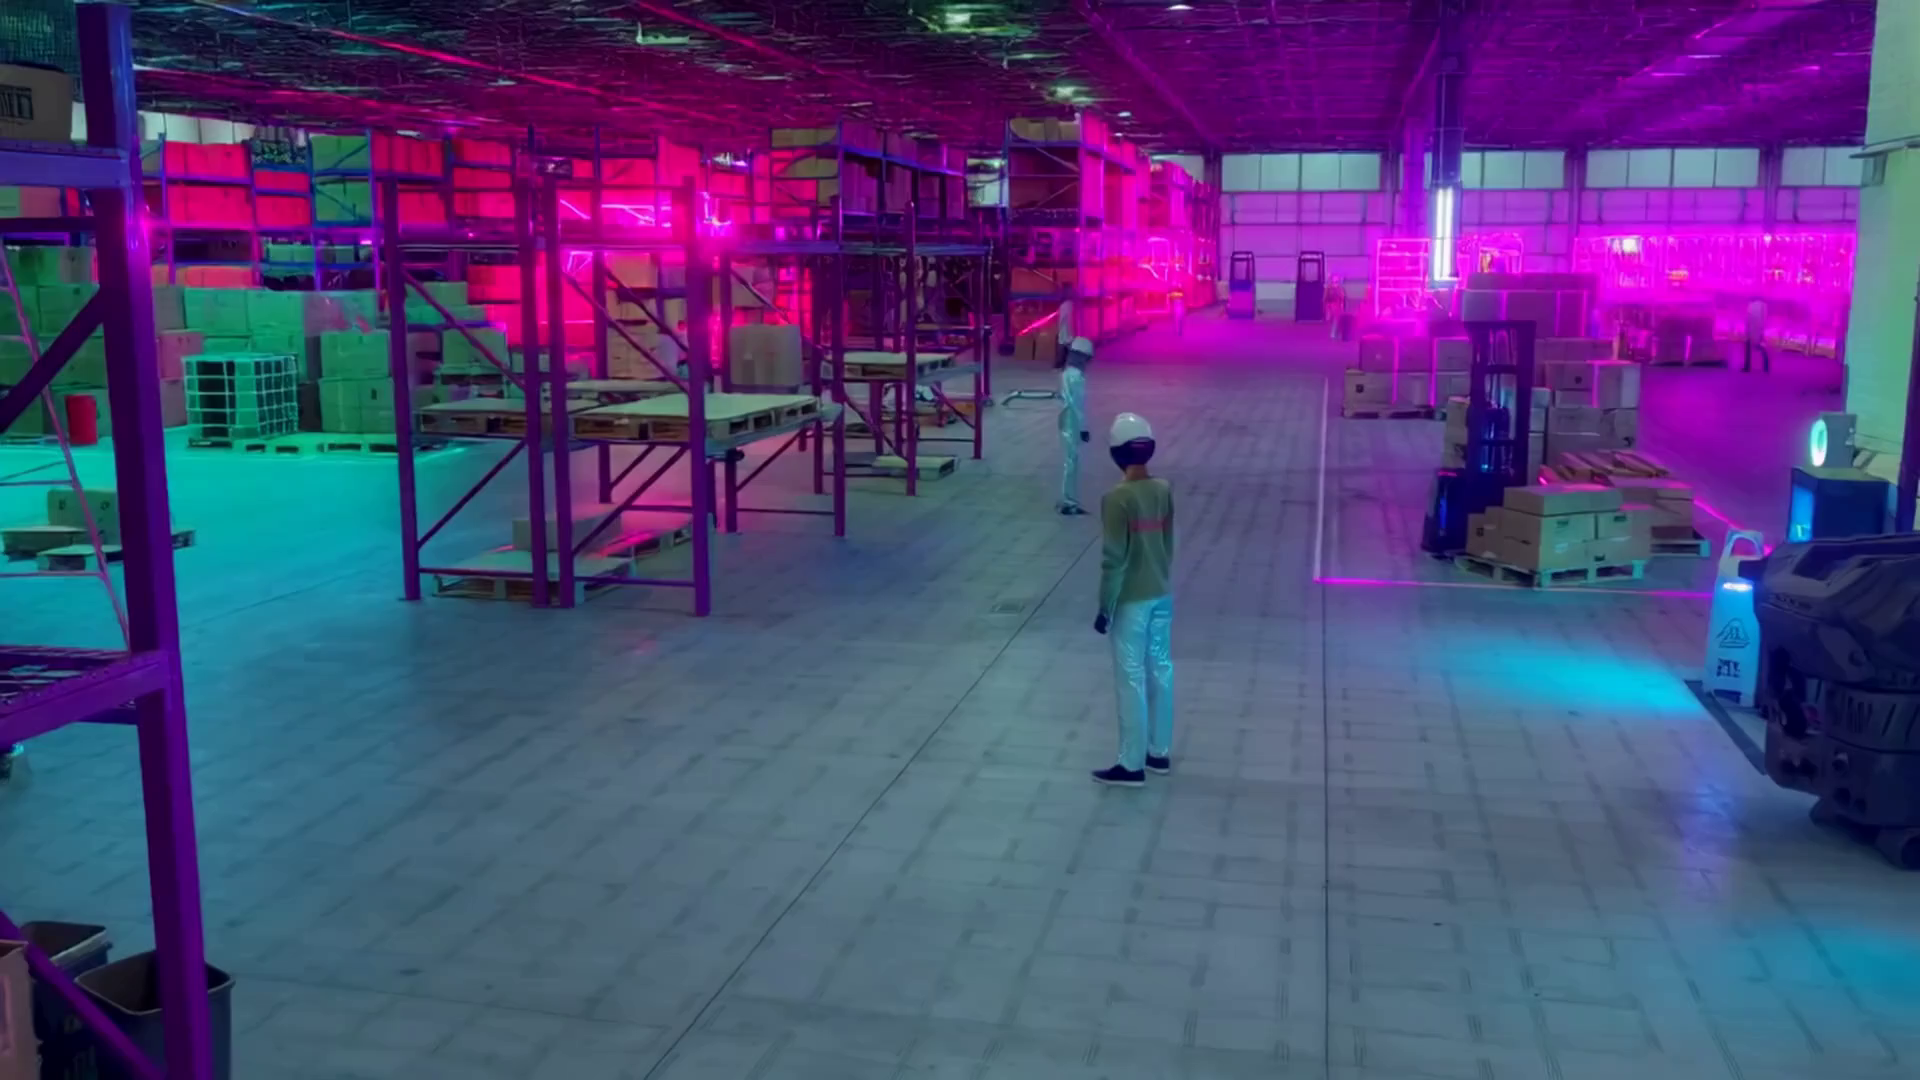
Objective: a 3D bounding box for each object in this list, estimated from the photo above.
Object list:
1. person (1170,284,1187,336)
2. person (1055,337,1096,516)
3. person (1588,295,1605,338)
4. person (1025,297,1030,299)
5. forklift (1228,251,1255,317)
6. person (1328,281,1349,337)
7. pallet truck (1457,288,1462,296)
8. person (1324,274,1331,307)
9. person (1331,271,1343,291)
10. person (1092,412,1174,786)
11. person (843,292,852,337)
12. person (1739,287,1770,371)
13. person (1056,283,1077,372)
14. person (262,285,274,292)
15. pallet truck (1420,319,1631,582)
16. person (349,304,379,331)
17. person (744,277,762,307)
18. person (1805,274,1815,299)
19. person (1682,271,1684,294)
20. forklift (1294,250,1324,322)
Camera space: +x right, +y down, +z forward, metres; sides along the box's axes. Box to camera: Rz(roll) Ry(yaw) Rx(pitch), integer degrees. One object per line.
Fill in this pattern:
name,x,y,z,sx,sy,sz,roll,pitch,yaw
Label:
person,7.004,-7.371,53.360,0.550,1.683,0.424,1,10,4
person,1.144,-1.091,16.079,0.351,1.733,0.527,-3,10,-15
person,14.375,-4.732,37.798,0.622,1.676,0.548,9,13,42
person,2.502,-8.262,57.916,0.636,1.939,0.365,-9,13,-43
forklift,12.034,-10.919,70.866,1.129,2.768,1.873,2,10,12
person,12.029,-7.333,52.862,0.637,1.782,0.925,3,10,16
pallet truck,20.506,-9.785,68.819,0.653,1.274,1.630,2,10,12
person,19.264,-13.105,87.248,0.471,1.713,0.590,6,11,32
person,18.241,-12.055,80.491,0.654,1.910,0.415,9,13,43
person,0.813,0.278,7.863,0.329,1.765,0.526,9,13,41
person,-3.047,-5.417,41.880,0.842,1.665,0.531,-8,12,-39
person,17.686,-4.674,36.865,0.970,1.881,0.578,-5,11,-29
person,2.322,-4.637,36.436,0.505,1.949,0.608,-2,10,-12
person,-14.178,-4.255,34.183,0.361,1.939,0.542,1,10,4
pallet truck,4.543,-0.757,13.299,0.823,1.965,1.885,-4,10,-22
person,-9.122,-2.708,25.464,0.959,1.803,0.537,5,11,28
person,-6.539,-7.308,52.381,0.653,1.911,0.405,5,11,29
person,40.457,-11.802,79.310,0.943,1.802,0.574,4,10,22
person,35.572,-12.322,81.789,0.382,1.996,0.608,8,13,40
forklift,13.778,-10.002,65.433,1.129,2.768,1.873,2,10,12
